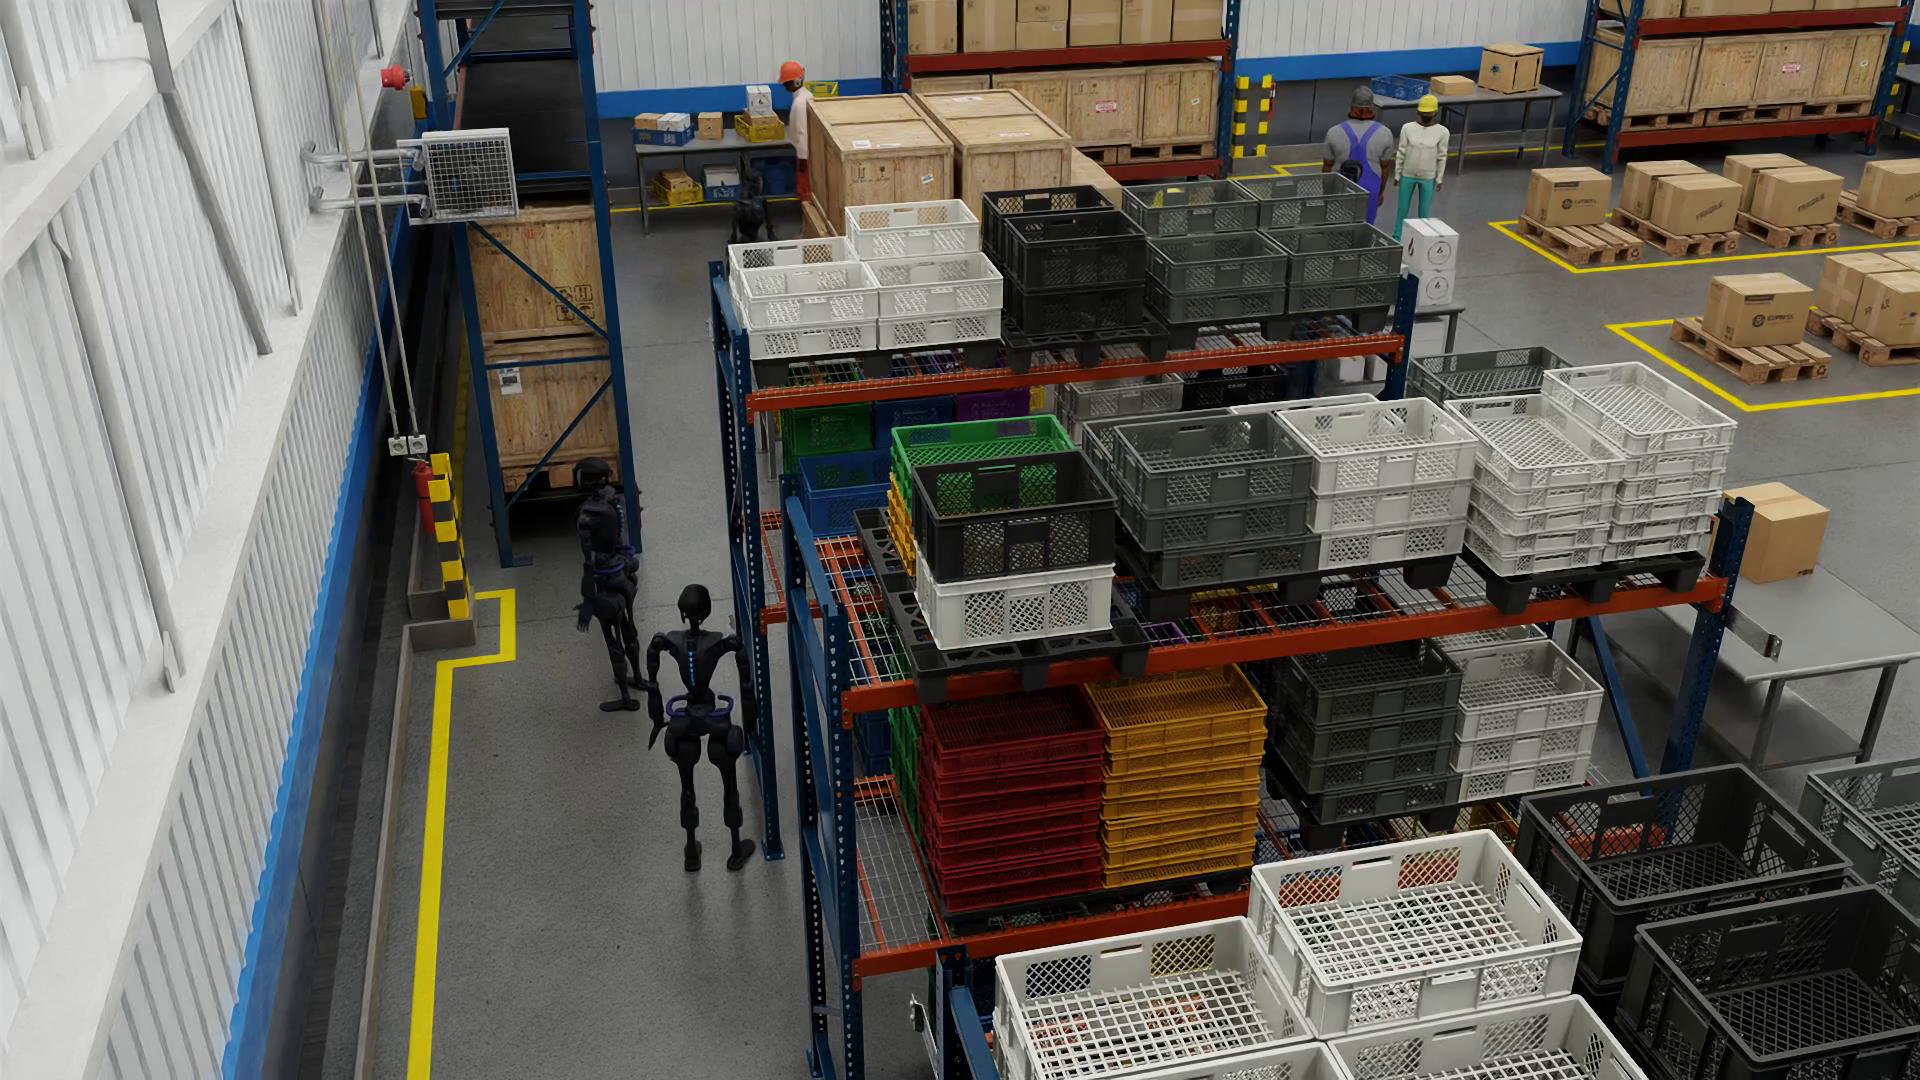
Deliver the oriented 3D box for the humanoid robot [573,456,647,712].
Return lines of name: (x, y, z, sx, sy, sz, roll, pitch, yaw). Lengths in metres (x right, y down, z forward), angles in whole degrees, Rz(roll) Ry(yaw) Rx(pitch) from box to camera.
humanoid robot: (-2.123, 0.261, 10.024, 0.315, 1.657, 0.603, 5, 28, 10)

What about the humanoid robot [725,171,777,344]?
humanoid robot: (-1.962, -2.626, 15.529, 0.457, 1.619, 0.609, 18, 33, 31)

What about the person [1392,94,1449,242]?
person: (4.915, -3.892, 17.824, 0.522, 1.768, 0.311, 9, 29, 17)

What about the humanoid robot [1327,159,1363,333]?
humanoid robot: (3.612, -2.820, 15.885, 0.358, 1.646, 0.576, -3, 28, -6)

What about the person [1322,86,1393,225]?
person: (4.038, -3.631, 17.038, 0.682, 2.000, 0.536, 7, 29, 13)

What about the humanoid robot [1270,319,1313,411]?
humanoid robot: (2.516, -1.286, 12.973, 0.439, 1.645, 0.601, 20, 34, 33)

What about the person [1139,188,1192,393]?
person: (1.760, -2.100, 14.256, 0.383, 1.922, 0.592, -10, 29, -18)

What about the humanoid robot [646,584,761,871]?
humanoid robot: (-1.341, 0.976, 8.670, 0.611, 1.657, 0.320, 1, 28, 1)

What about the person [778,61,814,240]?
person: (-1.745, -4.294, 18.374, 0.445, 1.970, 0.647, 0, 28, 1)
